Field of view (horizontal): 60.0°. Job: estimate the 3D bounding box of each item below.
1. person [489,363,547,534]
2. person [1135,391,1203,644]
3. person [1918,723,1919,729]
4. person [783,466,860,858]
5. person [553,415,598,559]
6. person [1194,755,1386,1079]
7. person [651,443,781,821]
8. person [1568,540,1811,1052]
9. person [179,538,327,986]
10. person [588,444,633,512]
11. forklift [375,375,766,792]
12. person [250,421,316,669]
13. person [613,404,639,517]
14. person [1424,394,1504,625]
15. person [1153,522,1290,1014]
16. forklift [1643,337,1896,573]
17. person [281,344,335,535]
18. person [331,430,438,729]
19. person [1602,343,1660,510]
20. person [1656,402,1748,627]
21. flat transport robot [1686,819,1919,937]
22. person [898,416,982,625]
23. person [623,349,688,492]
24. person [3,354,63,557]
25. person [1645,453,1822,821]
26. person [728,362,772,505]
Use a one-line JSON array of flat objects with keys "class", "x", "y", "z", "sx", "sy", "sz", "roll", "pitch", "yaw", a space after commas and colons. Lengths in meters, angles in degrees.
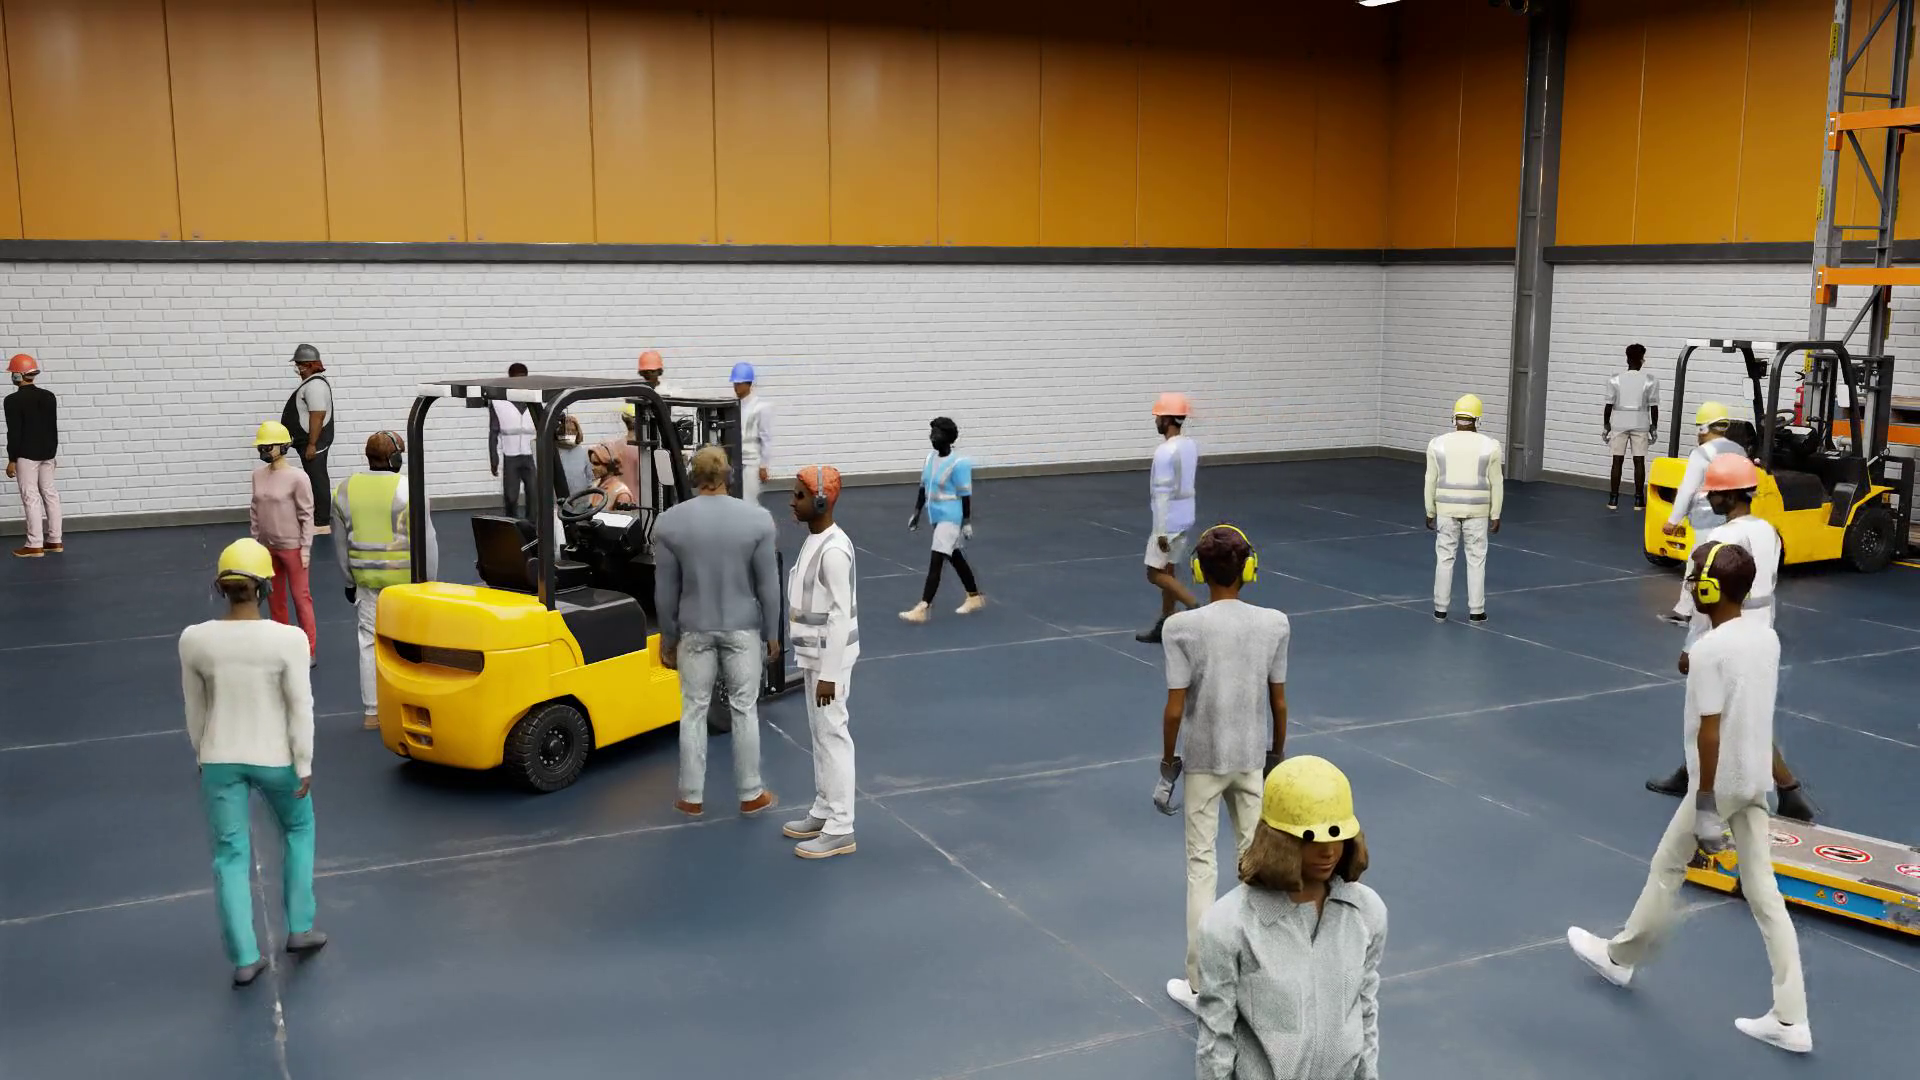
[{"class": "person", "x": -4.371, "y": -0.819, "z": 16.594, "sx": 0.620, "sy": 1.898, "sz": 0.442, "roll": -4, "pitch": 10, "yaw": -25}, {"class": "person", "x": 1.619, "y": -0.137, "z": 12.311, "sx": 0.622, "sy": 1.921, "sz": 0.550, "roll": 6, "pitch": 11, "yaw": 34}, {"class": "person", "x": 6.028, "y": 0.355, "z": 9.607, "sx": 0.620, "sy": 1.818, "sz": 0.864, "roll": -4, "pitch": 10, "yaw": -24}, {"class": "person", "x": -0.666, "y": 0.577, "z": 7.995, "sx": 0.356, "sy": 1.883, "sz": 0.573, "roll": -2, "pitch": 9, "yaw": -14}, {"class": "person", "x": -3.234, "y": -0.235, "z": 13.823, "sx": 0.508, "sy": 1.619, "sz": 0.339, "roll": -7, "pitch": 12, "yaw": -38}, {"class": "person", "x": 0.752, "y": 1.329, "z": 3.757, "sx": 0.484, "sy": 1.745, "sz": 0.307, "roll": -4, "pitch": 10, "yaw": -21}, {"class": "person", "x": -1.239, "y": 0.474, "z": 8.502, "sx": 0.656, "sy": 1.929, "sz": 0.369, "roll": 0, "pitch": 9, "yaw": -1}, {"class": "person", "x": 2.810, "y": 0.904, "z": 6.195, "sx": 0.532, "sy": 1.810, "sz": 1.015, "roll": -5, "pitch": 10, "yaw": -28}, {"class": "person", "x": -2.810, "y": 0.861, "z": 6.638, "sx": 0.528, "sy": 1.747, "sz": 0.598, "roll": -1, "pitch": 9, "yaw": -6}, {"class": "person", "x": -2.390, "y": 0.154, "z": 11.402, "sx": 0.311, "sy": 1.633, "sz": 0.517, "roll": -6, "pitch": 11, "yaw": -34}, {"class": "forklift", "x": -2.268, "y": 0.149, "z": 9.685, "sx": 1.214, "sy": 2.155, "sz": 2.313, "roll": 6, "pitch": 11, "yaw": 32}, {"class": "person", "x": -4.739, "y": 0.052, "z": 11.608, "sx": 0.523, "sy": 1.769, "sz": 0.314, "roll": 4, "pitch": 10, "yaw": 22}, {"class": "person", "x": -2.616, "y": -0.285, "z": 13.802, "sx": 0.522, "sy": 1.723, "sz": 0.812, "roll": 7, "pitch": 12, "yaw": 38}, {"class": "person", "x": 3.999, "y": -0.240, "z": 13.214, "sx": 0.600, "sy": 1.831, "sz": 0.404, "roll": 4, "pitch": 10, "yaw": 22}, {"class": "person", "x": 0.980, "y": 0.865, "z": 6.268, "sx": 0.513, "sy": 1.865, "sz": 0.329, "roll": -2, "pitch": 9, "yaw": -10}, {"class": "forklift", "x": 7.551, "y": -0.789, "z": 15.507, "sx": 2.313, "sy": 2.155, "sz": 1.214, "roll": -4, "pitch": 10, "yaw": -25}, {"class": "person", "x": -6.960, "y": -1.076, "z": 17.760, "sx": 0.538, "sy": 2.000, "sz": 0.684, "roll": -3, "pitch": 10, "yaw": -20}, {"class": "person", "x": -3.470, "y": 0.249, "z": 10.154, "sx": 0.637, "sy": 1.842, "sz": 0.429, "roll": 1, "pitch": 9, "yaw": 9}, {"class": "person", "x": 7.887, "y": -1.329, "z": 19.572, "sx": 0.617, "sy": 1.958, "sz": 0.362, "roll": 4, "pitch": 10, "yaw": 23}, {"class": "person", "x": 5.706, "y": -0.165, "z": 12.856, "sx": 0.581, "sy": 1.788, "sz": 0.803, "roll": -7, "pitch": 11, "yaw": -37}, {"class": "flat transport robot", "x": 3.964, "y": 1.490, "z": 7.312, "sx": 0.652, "sy": 0.197, "sz": 1.431, "roll": -8, "pitch": 12, "yaw": -42}, {"class": "person", "x": -0.138, "y": -0.167, "z": 13.332, "sx": 0.887, "sy": 1.649, "sz": 0.537, "roll": -5, "pitch": 11, "yaw": -31}, {"class": "person", "x": -3.107, "y": -0.944, "z": 17.010, "sx": 0.666, "sy": 2.018, "sz": 0.570, "roll": -1, "pitch": 9, "yaw": -5}, {"class": "person", "x": -9.139, "y": -0.832, "z": 16.380, "sx": 0.375, "sy": 1.997, "sz": 0.612, "roll": 2, "pitch": 9, "yaw": 12}, {"class": "person", "x": 3.990, "y": 0.505, "z": 8.445, "sx": 0.542, "sy": 1.899, "sz": 0.936, "roll": -8, "pitch": 12, "yaw": -41}, {"class": "person", "x": -2.077, "y": -0.768, "z": 16.186, "sx": 0.626, "sy": 1.927, "sz": 0.468, "roll": 6, "pitch": 11, "yaw": 34}]
